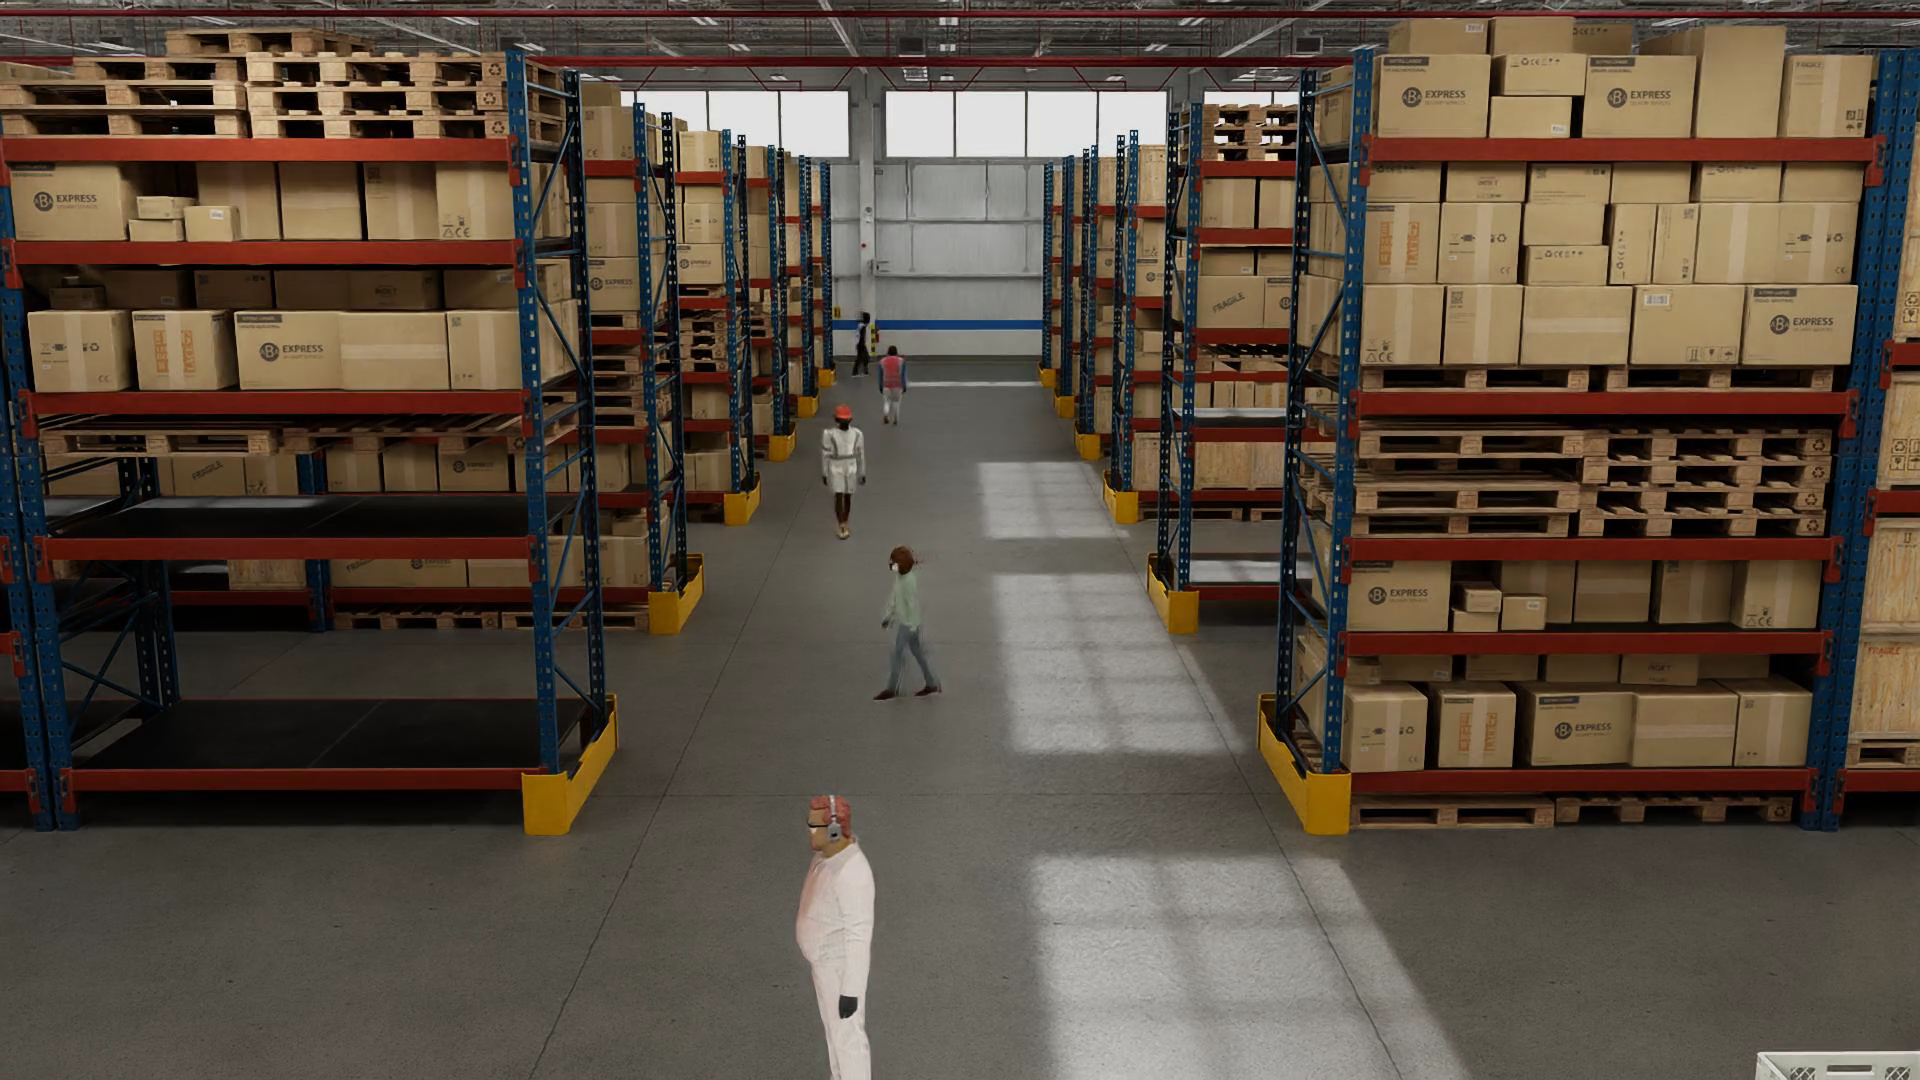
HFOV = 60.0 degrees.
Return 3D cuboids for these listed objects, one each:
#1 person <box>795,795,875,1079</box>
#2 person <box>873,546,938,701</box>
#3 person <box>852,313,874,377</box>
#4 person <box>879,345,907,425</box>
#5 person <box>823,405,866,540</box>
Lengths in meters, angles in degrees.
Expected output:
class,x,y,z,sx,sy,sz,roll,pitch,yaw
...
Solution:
class,x,y,z,sx,sy,sz,roll,pitch,yaw
person,-0.675,2.272,8.864,0.403,1.906,0.651,-4,12,-17
person,-0.521,0.843,16.695,0.683,1.600,0.573,-1,11,-5
person,-2.783,-5.632,48.130,0.734,1.872,0.618,-1,11,-6
person,-1.513,-3.508,37.729,0.633,1.827,0.446,2,12,8
person,-1.687,-0.992,24.763,0.637,2.014,0.884,-4,12,-19
